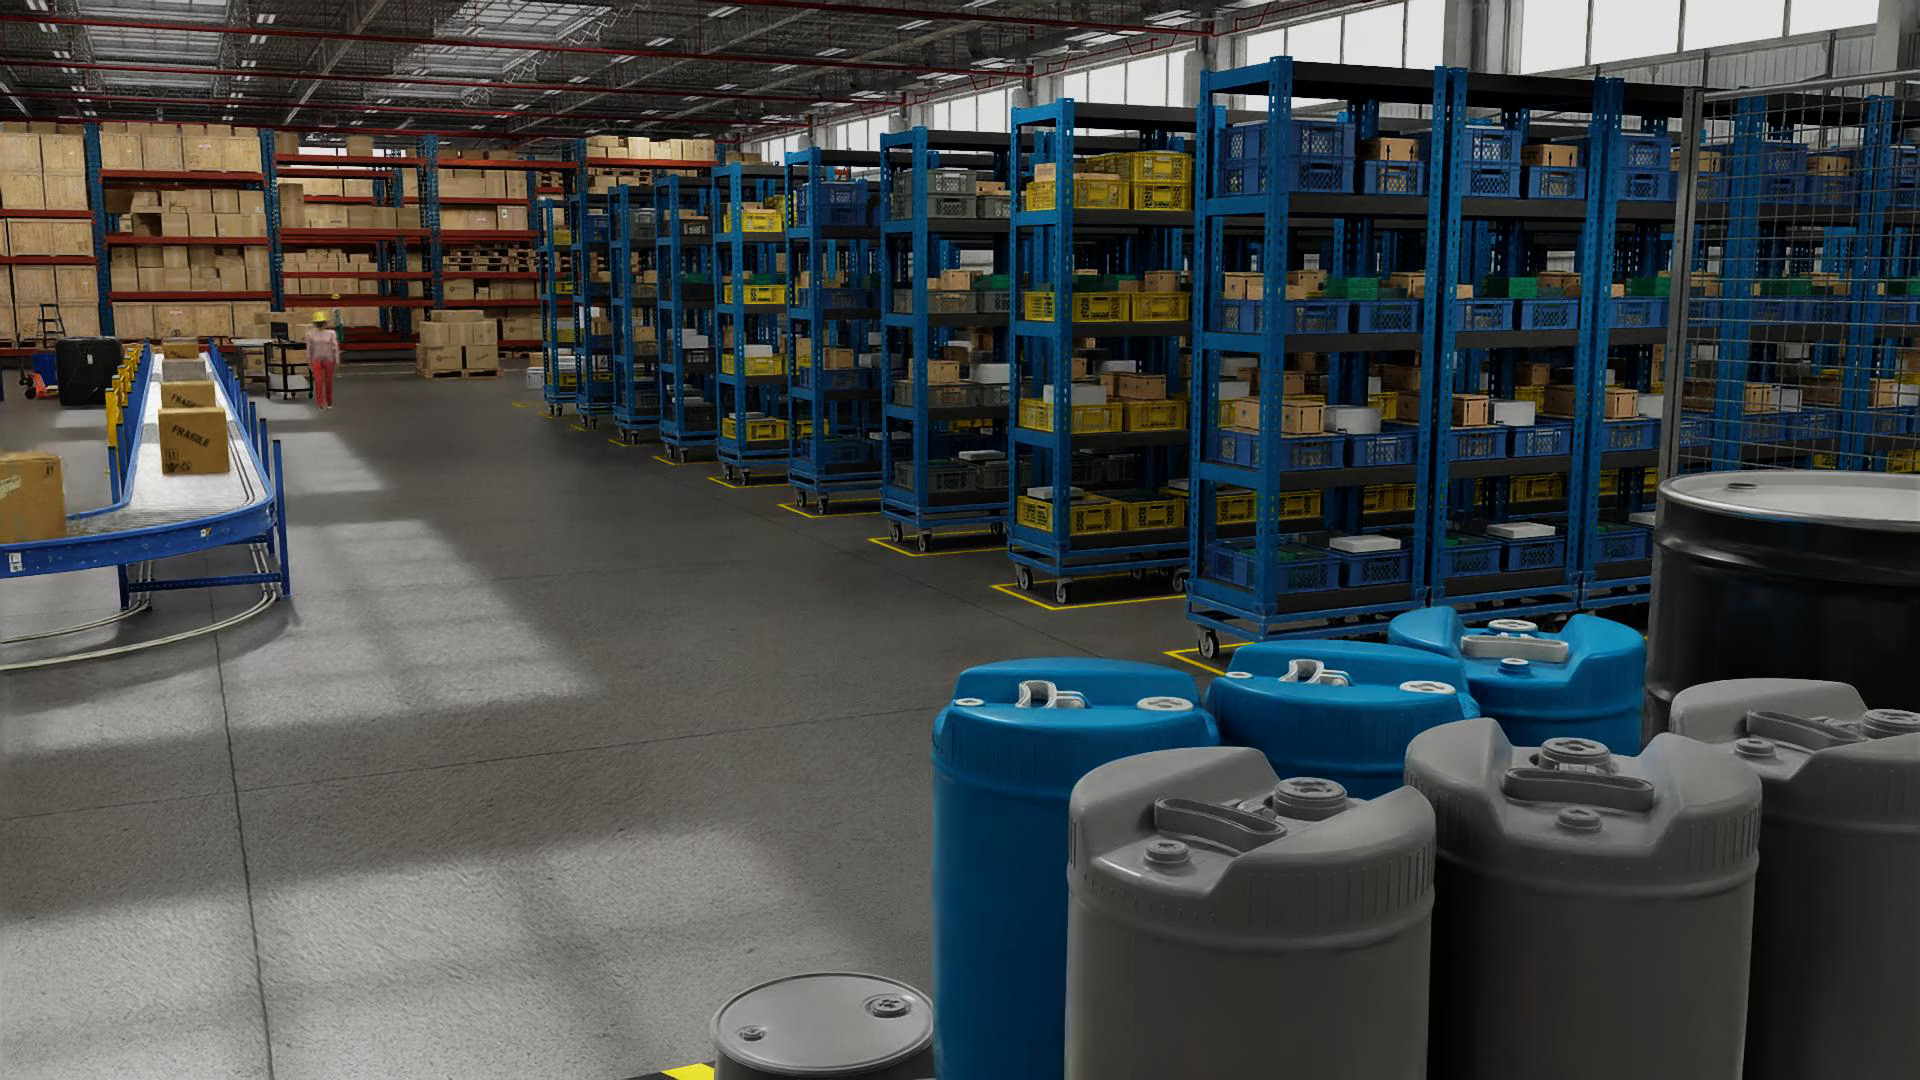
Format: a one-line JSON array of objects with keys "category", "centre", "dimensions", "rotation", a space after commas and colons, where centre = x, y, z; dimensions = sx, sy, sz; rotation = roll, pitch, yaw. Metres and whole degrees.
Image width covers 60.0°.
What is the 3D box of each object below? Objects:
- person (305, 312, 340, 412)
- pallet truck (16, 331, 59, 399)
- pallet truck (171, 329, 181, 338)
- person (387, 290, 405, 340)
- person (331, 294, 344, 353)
[{"category": "person", "centre": [-11.095, -3.113, 28.953], "dimensions": [0.524, 1.733, 0.862], "rotation": [-4, 10, -22]}, {"category": "pallet truck", "centre": [-17.082, -3.353, 31.781], "dimensions": [1.630, 1.274, 0.653], "rotation": [-4, 10, -25]}, {"category": "pallet truck", "centre": [-17.275, -3.851, 35.096], "dimensions": [1.601, 1.201, 0.680], "rotation": [0, 9, 1]}, {"category": "person", "centre": [-18.757, -7.341, 54.926], "dimensions": [0.866, 1.804, 0.637], "rotation": [-3, 10, -20]}, {"category": "person", "centre": [-18.485, -6.423, 49.387], "dimensions": [0.309, 1.769, 0.523], "rotation": [-5, 10, -27]}]
